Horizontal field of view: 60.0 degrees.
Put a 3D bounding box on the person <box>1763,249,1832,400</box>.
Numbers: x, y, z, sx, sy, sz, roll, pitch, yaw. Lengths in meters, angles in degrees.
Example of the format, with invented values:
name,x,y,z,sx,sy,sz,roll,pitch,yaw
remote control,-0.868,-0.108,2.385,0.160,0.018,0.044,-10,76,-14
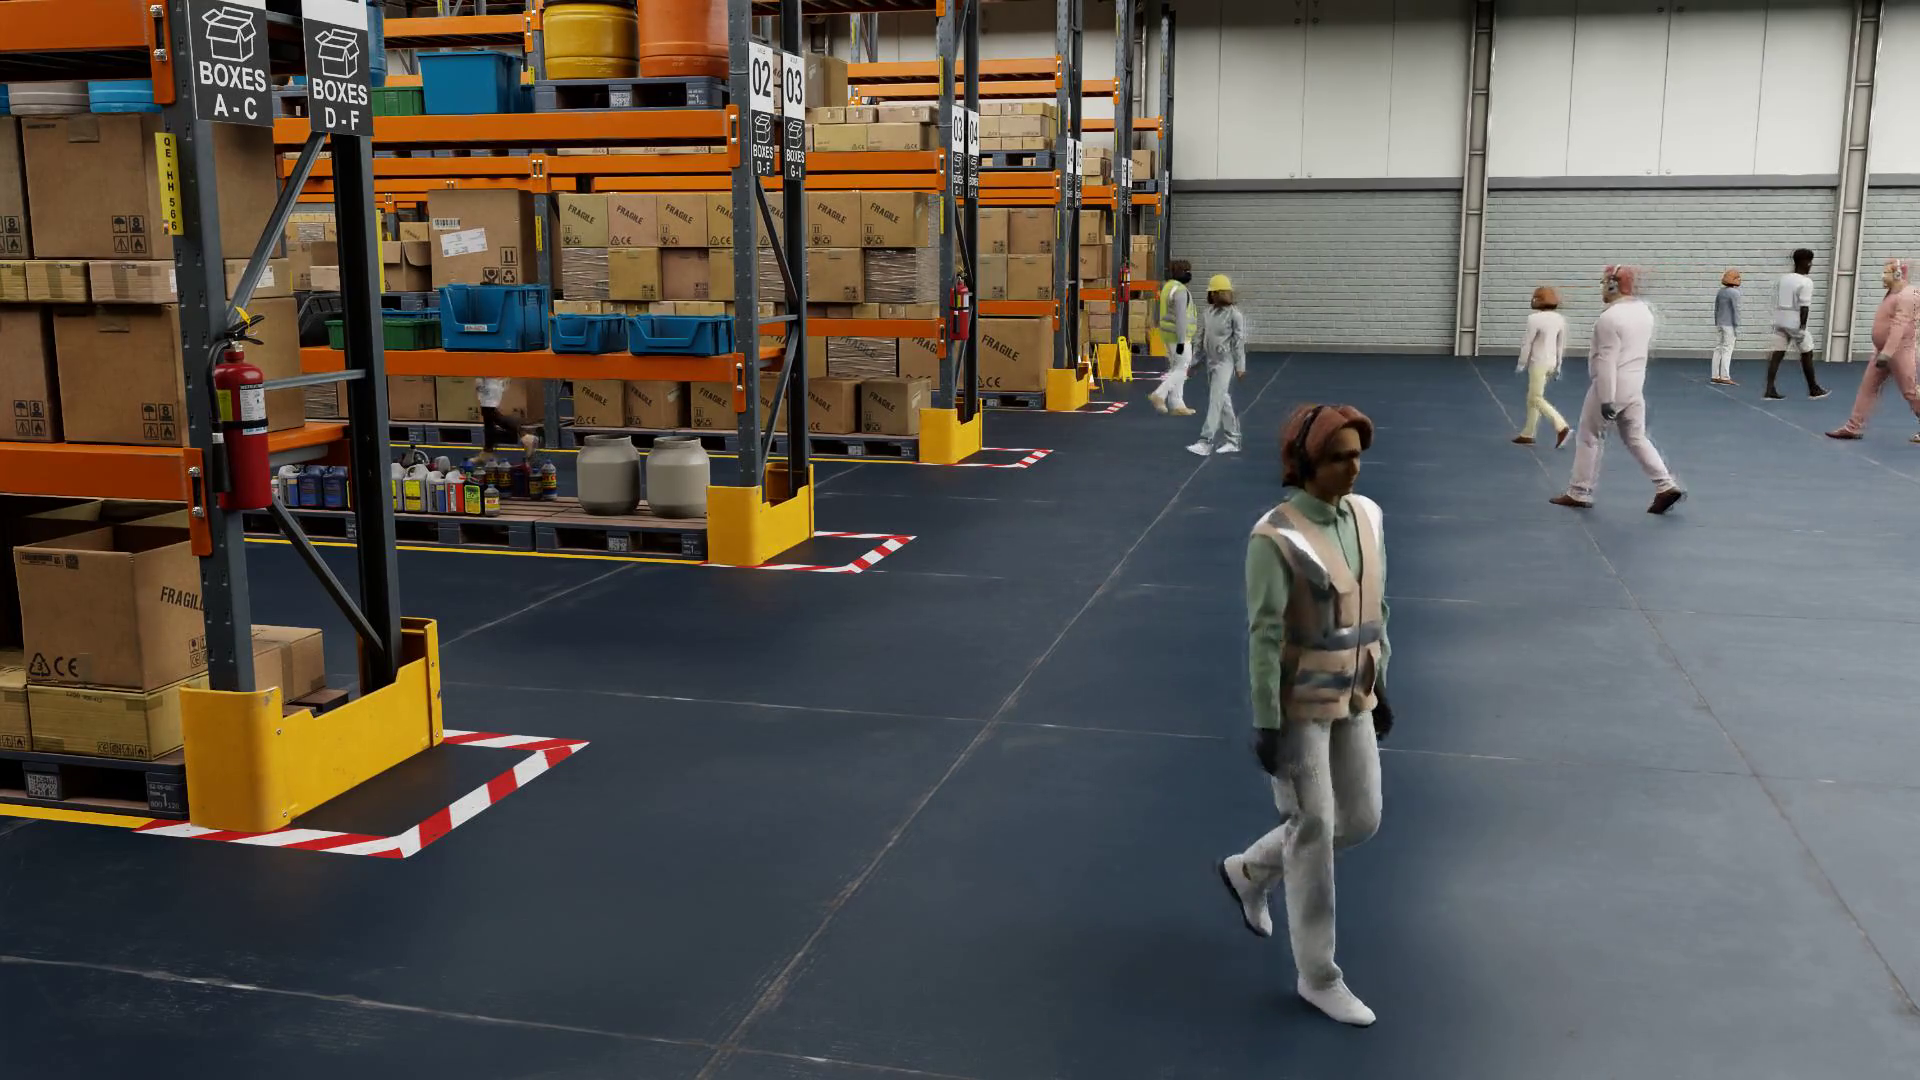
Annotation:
name,x,y,z,sx,sy,sz,roll,pitch,yaw
person,10.721,-2.732,21.200,0.934,1.927,0.610,-3,11,-17

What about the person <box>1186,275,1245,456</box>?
name,x,y,z,sx,sy,sz,roll,pitch,yaw
person,2.389,-1.649,15.805,0.855,1.708,0.493,-6,12,-32

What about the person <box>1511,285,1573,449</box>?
name,x,y,z,sx,sy,sz,roll,pitch,yaw
person,5.773,-1.706,16.399,0.500,1.606,0.729,-8,13,-37

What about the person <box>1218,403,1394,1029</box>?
name,x,y,z,sx,sy,sz,roll,pitch,yaw
person,0.920,0.438,4.439,0.530,1.623,0.549,-9,14,-41

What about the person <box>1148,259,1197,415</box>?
name,x,y,z,sx,sy,sz,roll,pitch,yaw
person,2.492,-2.339,19.309,0.510,1.829,0.627,-1,10,-8

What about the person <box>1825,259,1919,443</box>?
name,x,y,z,sx,sy,sz,roll,pitch,yaw
person,9.482,-1.911,16.860,1.008,1.858,0.654,2,10,10

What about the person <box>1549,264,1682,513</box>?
name,x,y,z,sx,sy,sz,roll,pitch,yaw
person,4.996,-1.134,12.510,0.642,1.872,0.917,-7,13,-36

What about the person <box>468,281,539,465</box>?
name,x,y,z,sx,sy,sz,roll,pitch,yaw
person,-4.147,-1.486,14.975,0.677,1.672,0.536,1,10,7

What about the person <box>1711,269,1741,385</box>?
name,x,y,z,sx,sy,sz,roll,pitch,yaw
person,10.877,-3.014,23.564,0.274,1.633,0.508,-1,10,-8
